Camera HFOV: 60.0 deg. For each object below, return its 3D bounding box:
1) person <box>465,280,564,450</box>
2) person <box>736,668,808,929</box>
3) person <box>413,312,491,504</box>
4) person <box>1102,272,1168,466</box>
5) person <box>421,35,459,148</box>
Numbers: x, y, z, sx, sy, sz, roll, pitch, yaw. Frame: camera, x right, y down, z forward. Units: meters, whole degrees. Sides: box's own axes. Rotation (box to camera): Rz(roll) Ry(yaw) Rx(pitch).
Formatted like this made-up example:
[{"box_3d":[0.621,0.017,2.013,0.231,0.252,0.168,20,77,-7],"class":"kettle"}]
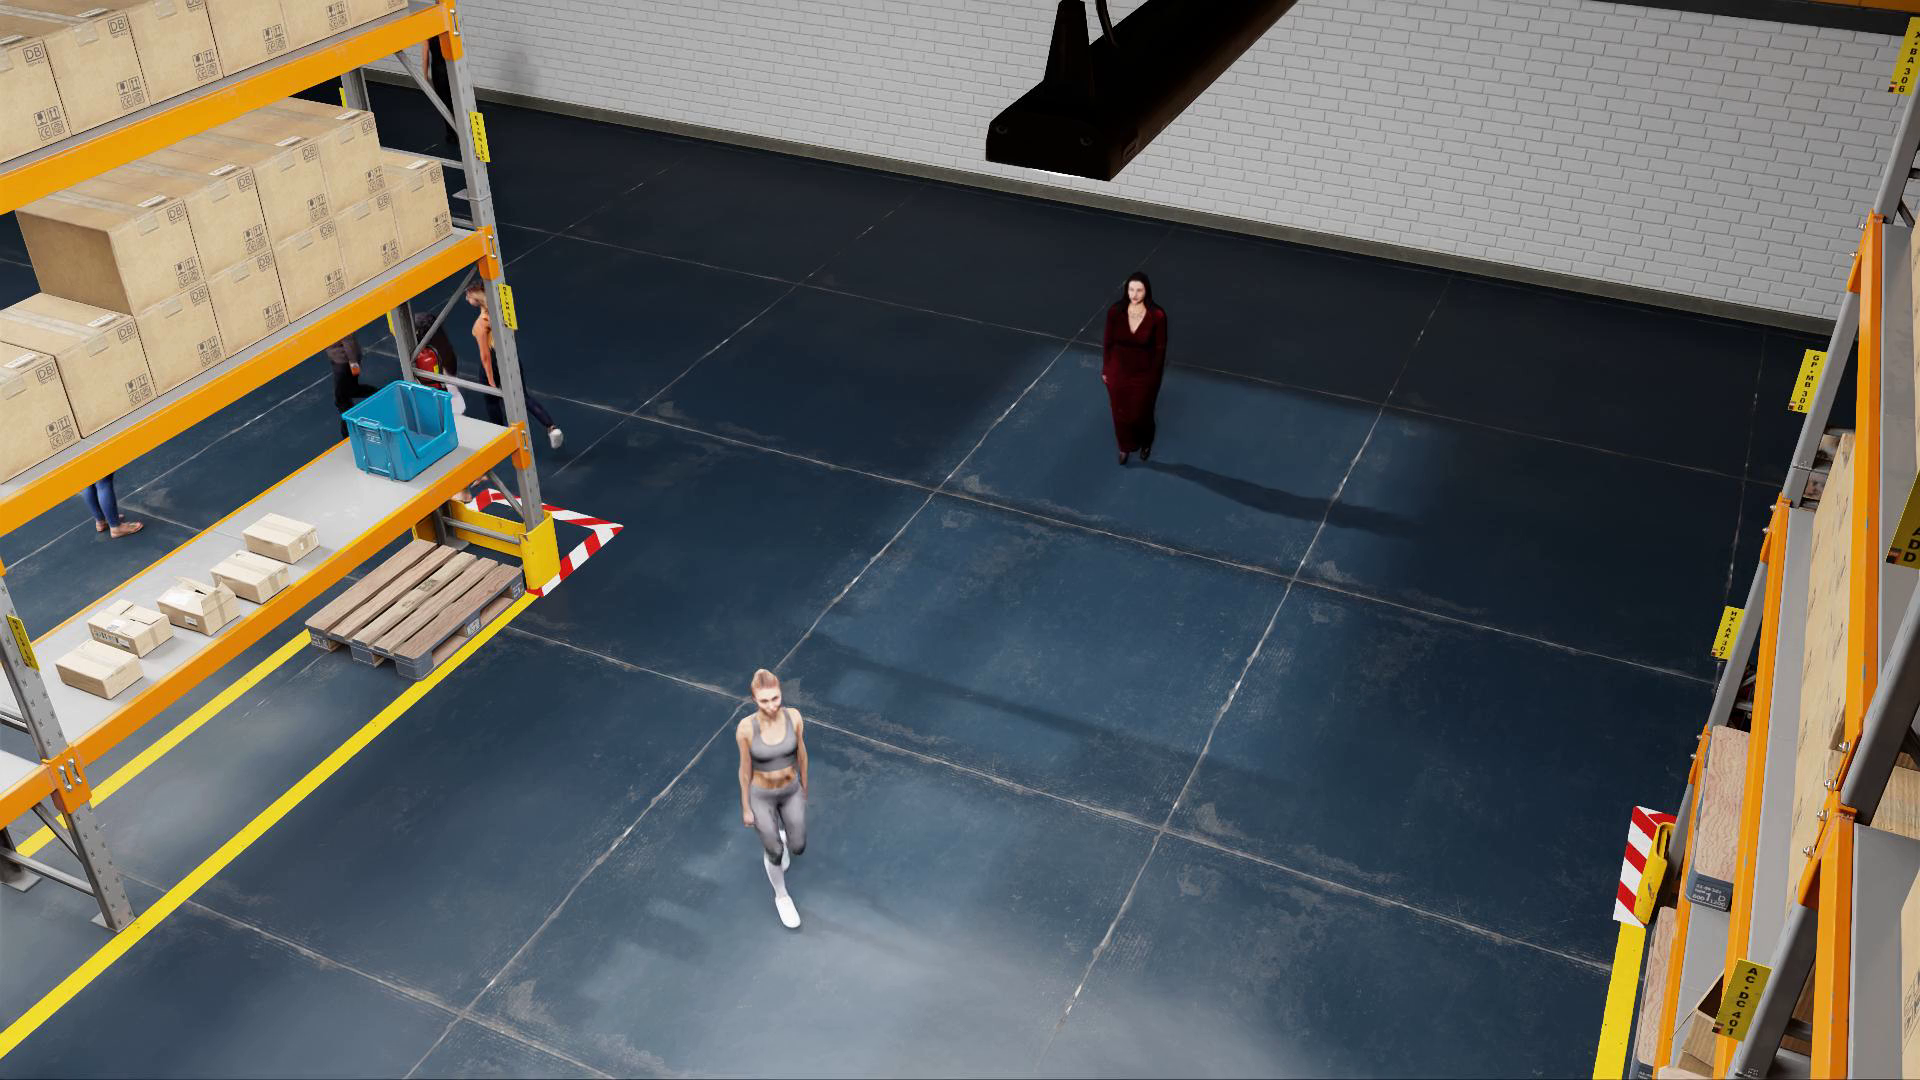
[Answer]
[{"box_3d":[-3.718,-1.398,13.688,0.700,1.600,0.993,17,37,24],"class":"person"},{"box_3d":[-1.068,1.406,9.388,0.864,1.690,0.913,-13,36,-19],"class":"person"},{"box_3d":[-3.944,-1.004,13.012,0.783,1.691,0.710,-1,34,-1],"class":"person"},{"box_3d":[1.432,-1.416,13.579,0.679,1.750,0.703,11,35,17],"class":"person"},{"box_3d":[-6.105,-5.511,19.801,0.727,1.683,0.810,-17,37,-24],"class":"person"}]
